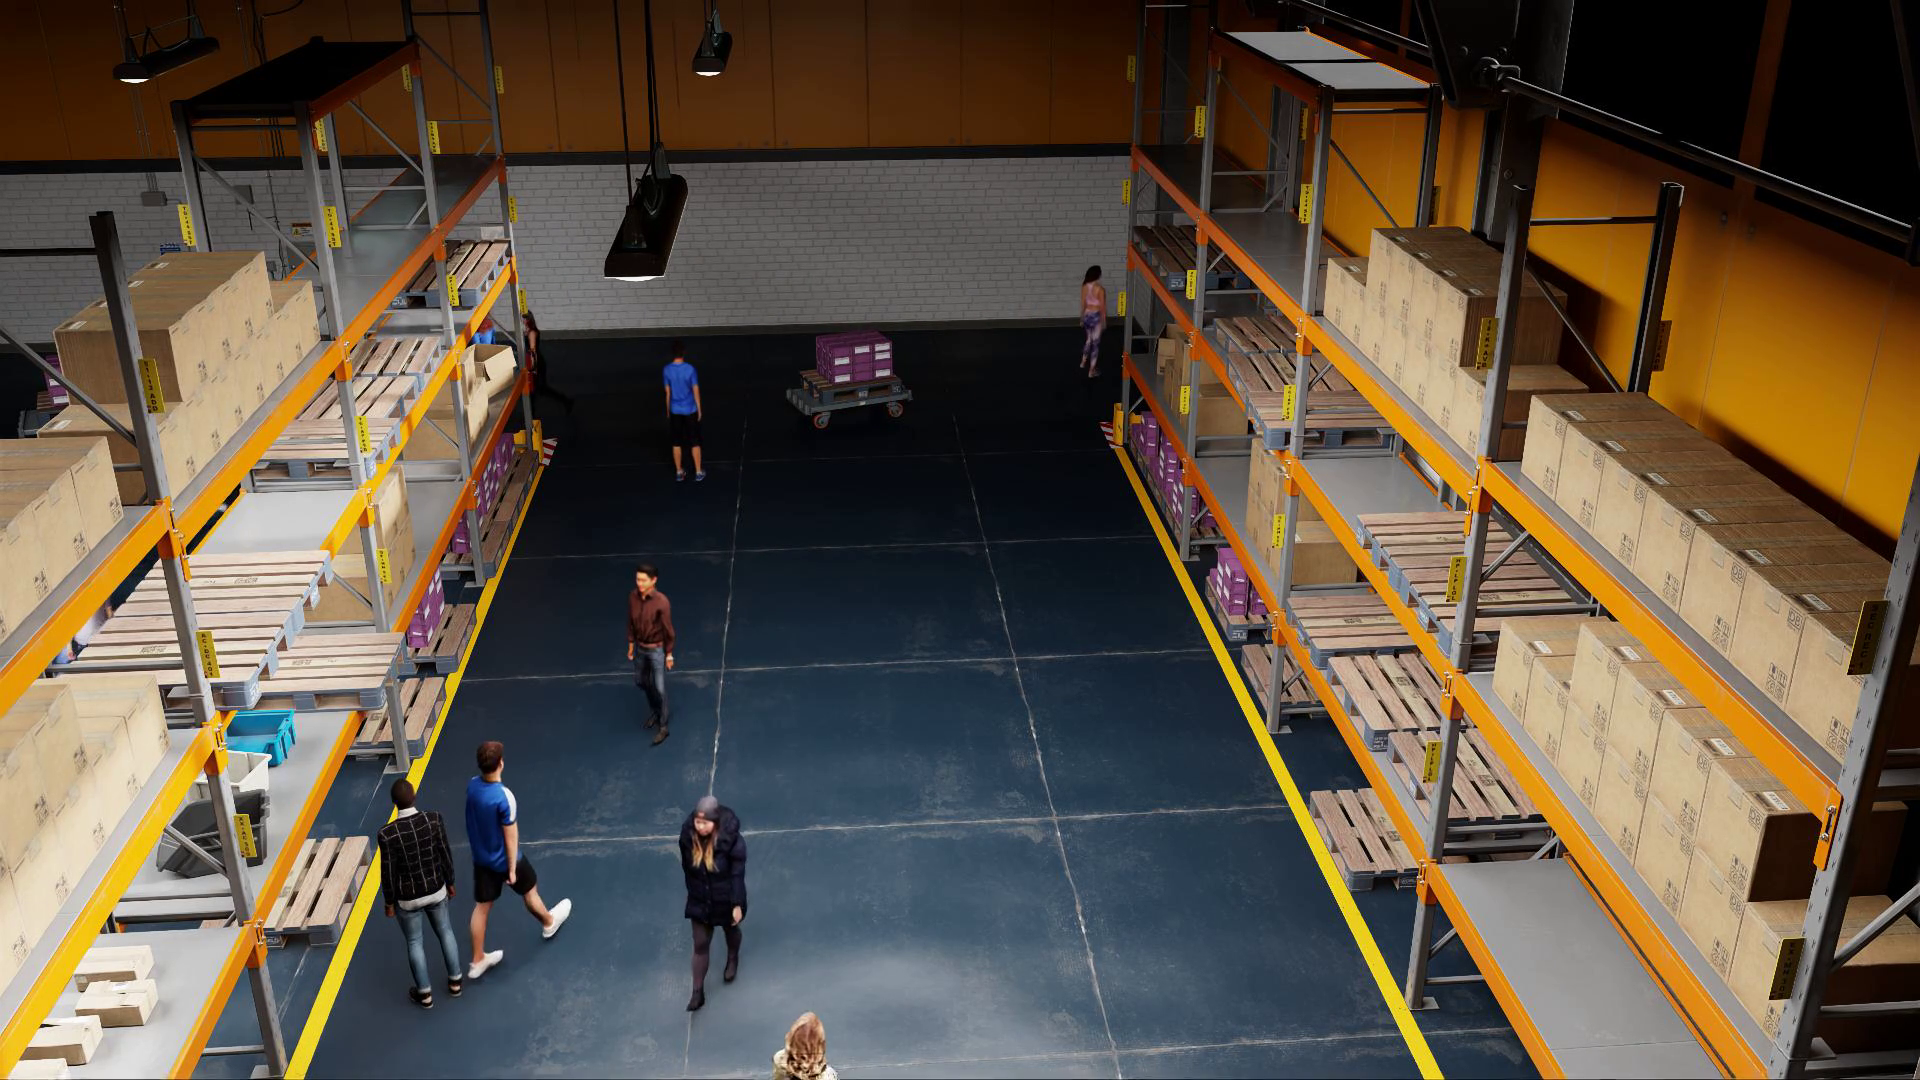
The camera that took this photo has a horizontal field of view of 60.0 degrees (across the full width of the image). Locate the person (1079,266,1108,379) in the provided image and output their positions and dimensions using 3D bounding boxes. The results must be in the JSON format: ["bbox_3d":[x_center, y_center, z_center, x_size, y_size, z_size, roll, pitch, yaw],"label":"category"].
[{"bbox_3d":[1.984,-3.317,25.406,0.764,1.756,0.824,18,30,36],"label":"person"}]

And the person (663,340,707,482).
[{"bbox_3d":[-3.586,-1.658,21.476,0.636,1.865,0.614,1,24,3],"label":"person"}]

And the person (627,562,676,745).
[{"bbox_3d":[-2.853,1.008,15.492,0.817,1.772,0.858,12,26,25],"label":"person"}]

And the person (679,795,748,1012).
[{"bbox_3d":[-1.738,2.548,12.134,0.832,1.639,1.065,4,24,9],"label":"person"}]

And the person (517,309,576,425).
[{"bbox_3d":[-5.928,-2.441,23.517,0.919,1.664,1.084,-13,27,-27],"label":"person"}]

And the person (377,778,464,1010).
[{"bbox_3d":[-3.882,2.530,11.953,0.745,1.818,0.729,-16,28,-32],"label":"person"}]

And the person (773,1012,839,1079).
[{"bbox_3d":[-0.929,3.550,9.760,0.969,1.706,1.070,15,28,31],"label":"person"}]

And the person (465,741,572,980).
[{"bbox_3d":[-3.491,2.391,12.277,1.036,1.813,1.260,11,26,24],"label":"person"}]
